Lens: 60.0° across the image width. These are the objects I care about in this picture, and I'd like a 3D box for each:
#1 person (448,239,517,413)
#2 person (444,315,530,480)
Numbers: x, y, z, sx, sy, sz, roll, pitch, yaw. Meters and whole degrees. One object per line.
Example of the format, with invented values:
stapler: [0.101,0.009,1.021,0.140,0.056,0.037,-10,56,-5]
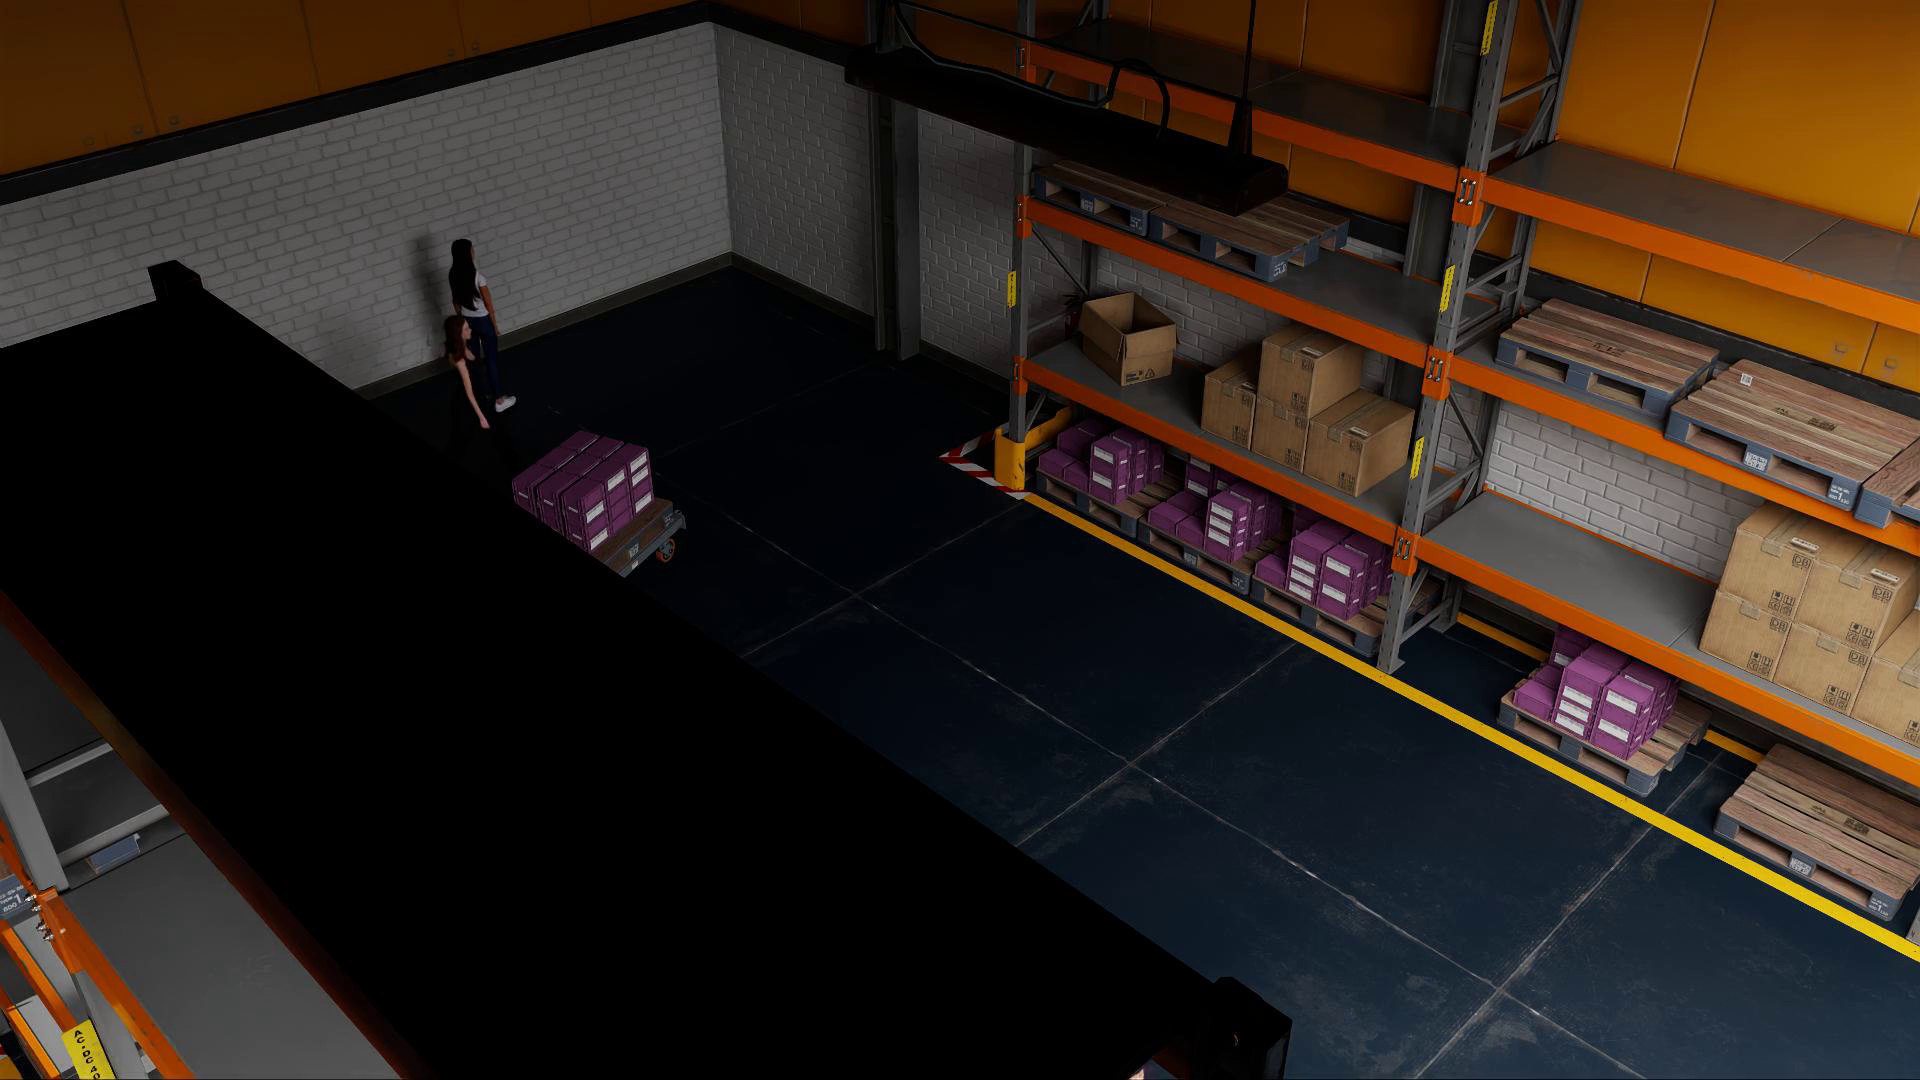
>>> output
person: [-4.679,-2.068,16.105,0.596,1.775,0.723,12,35,17]
person: [-4.479,-1.185,14.847,1.140,1.697,1.136,-3,34,-4]
